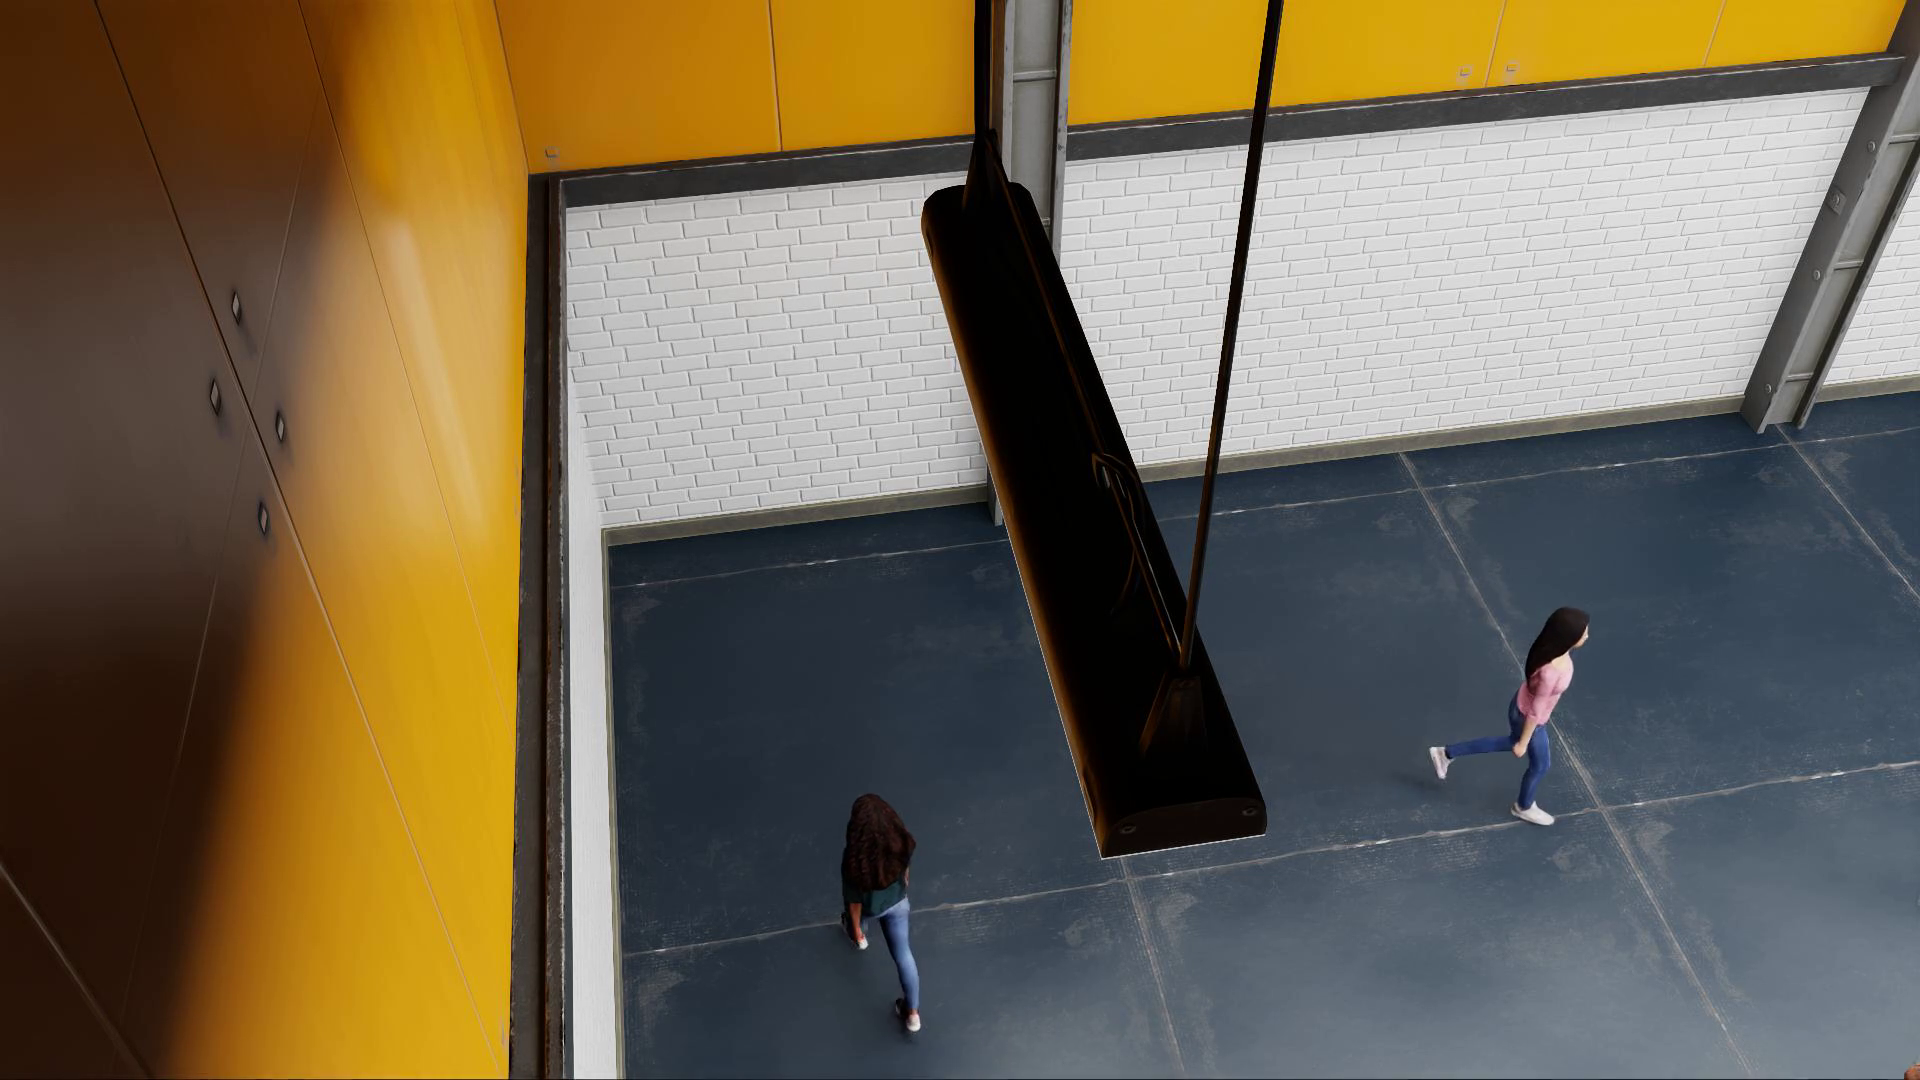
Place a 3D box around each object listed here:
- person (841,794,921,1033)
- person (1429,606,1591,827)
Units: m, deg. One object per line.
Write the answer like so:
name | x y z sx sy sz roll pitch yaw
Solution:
person | -0.386 1.967 8.772 1.120 1.575 0.888 -20 47 -20
person | 3.242 0.995 9.689 1.120 1.718 0.941 16 46 16
